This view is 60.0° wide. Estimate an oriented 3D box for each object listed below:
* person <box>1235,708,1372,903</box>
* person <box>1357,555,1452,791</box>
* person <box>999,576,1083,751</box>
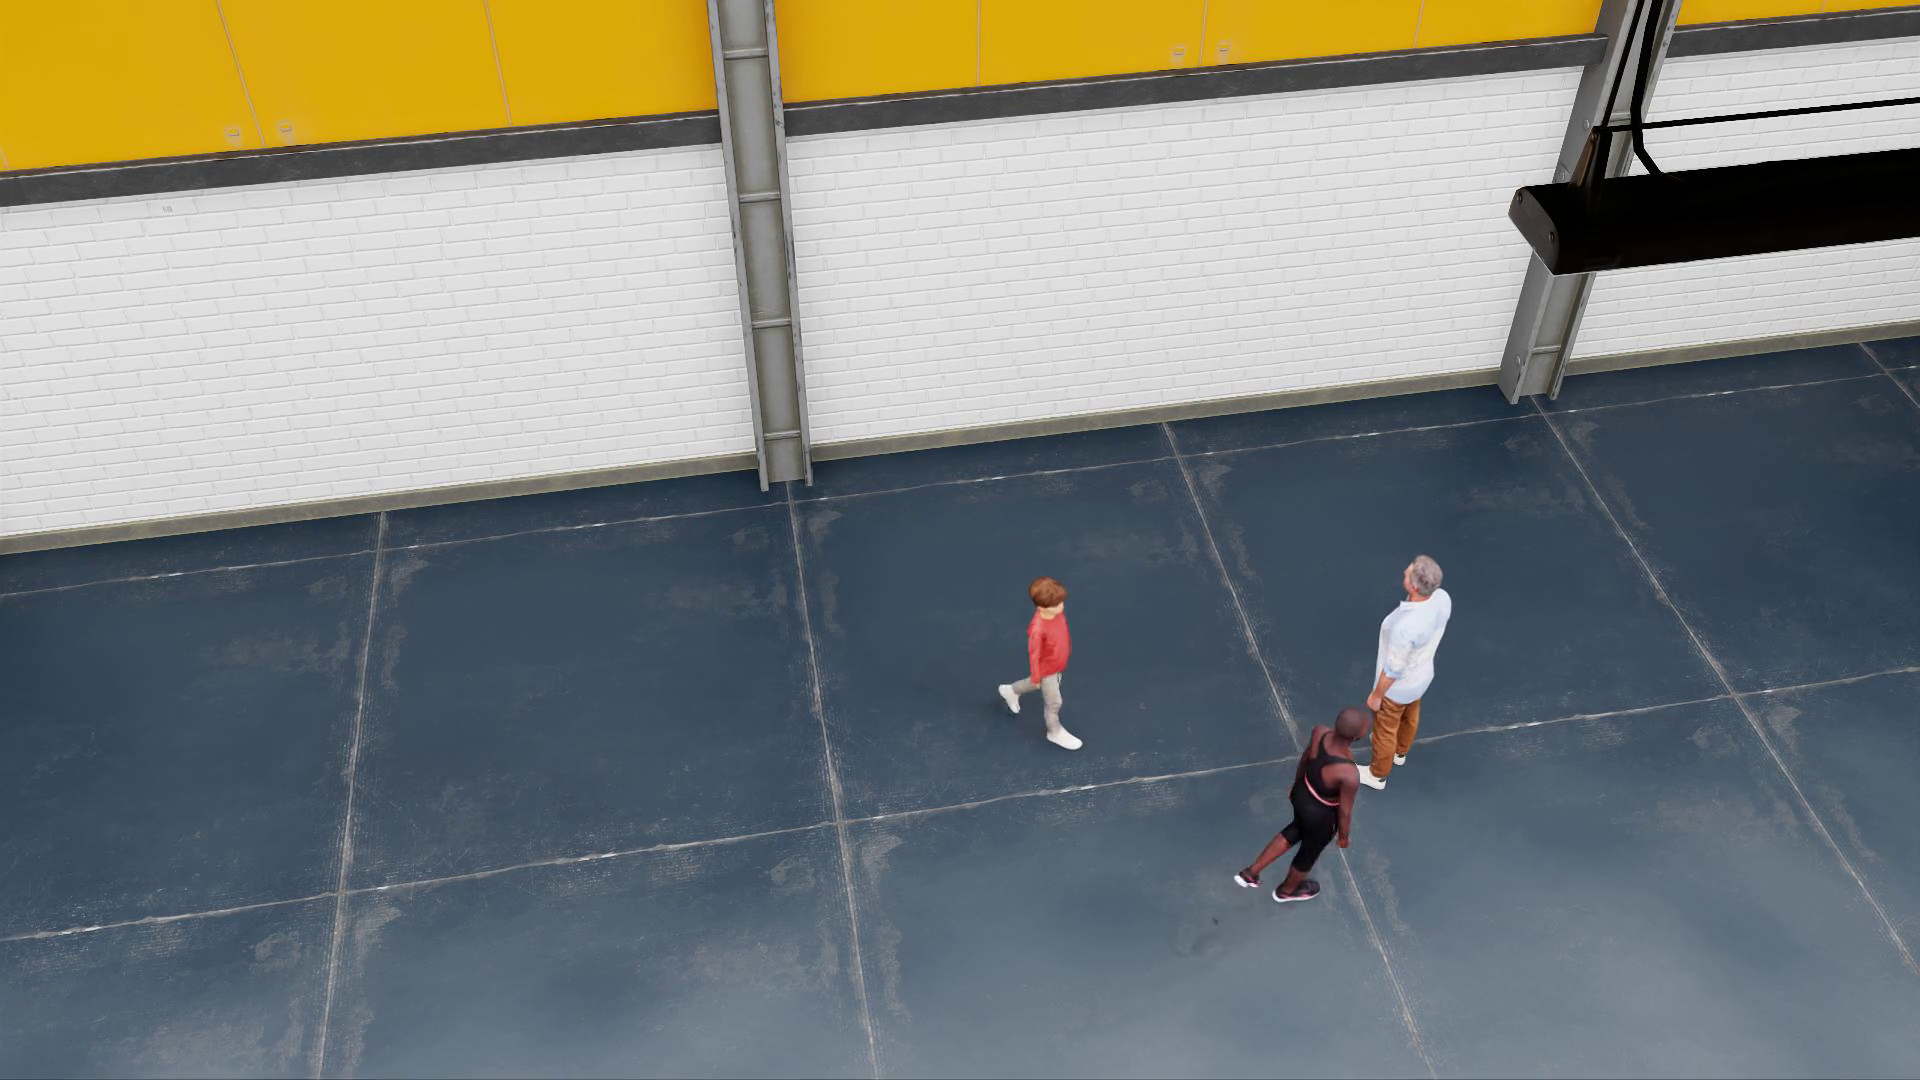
[{"bbox_3d":[1.899,1.537,9.283,0.825,1.742,0.715,-17,46,-17],"label":"person"},{"bbox_3d":[2.667,0.801,9.994,0.828,1.827,0.731,34,53,30],"label":"person"},{"bbox_3d":[0.498,0.726,10.381,0.920,1.401,0.787,18,46,18],"label":"person"}]
